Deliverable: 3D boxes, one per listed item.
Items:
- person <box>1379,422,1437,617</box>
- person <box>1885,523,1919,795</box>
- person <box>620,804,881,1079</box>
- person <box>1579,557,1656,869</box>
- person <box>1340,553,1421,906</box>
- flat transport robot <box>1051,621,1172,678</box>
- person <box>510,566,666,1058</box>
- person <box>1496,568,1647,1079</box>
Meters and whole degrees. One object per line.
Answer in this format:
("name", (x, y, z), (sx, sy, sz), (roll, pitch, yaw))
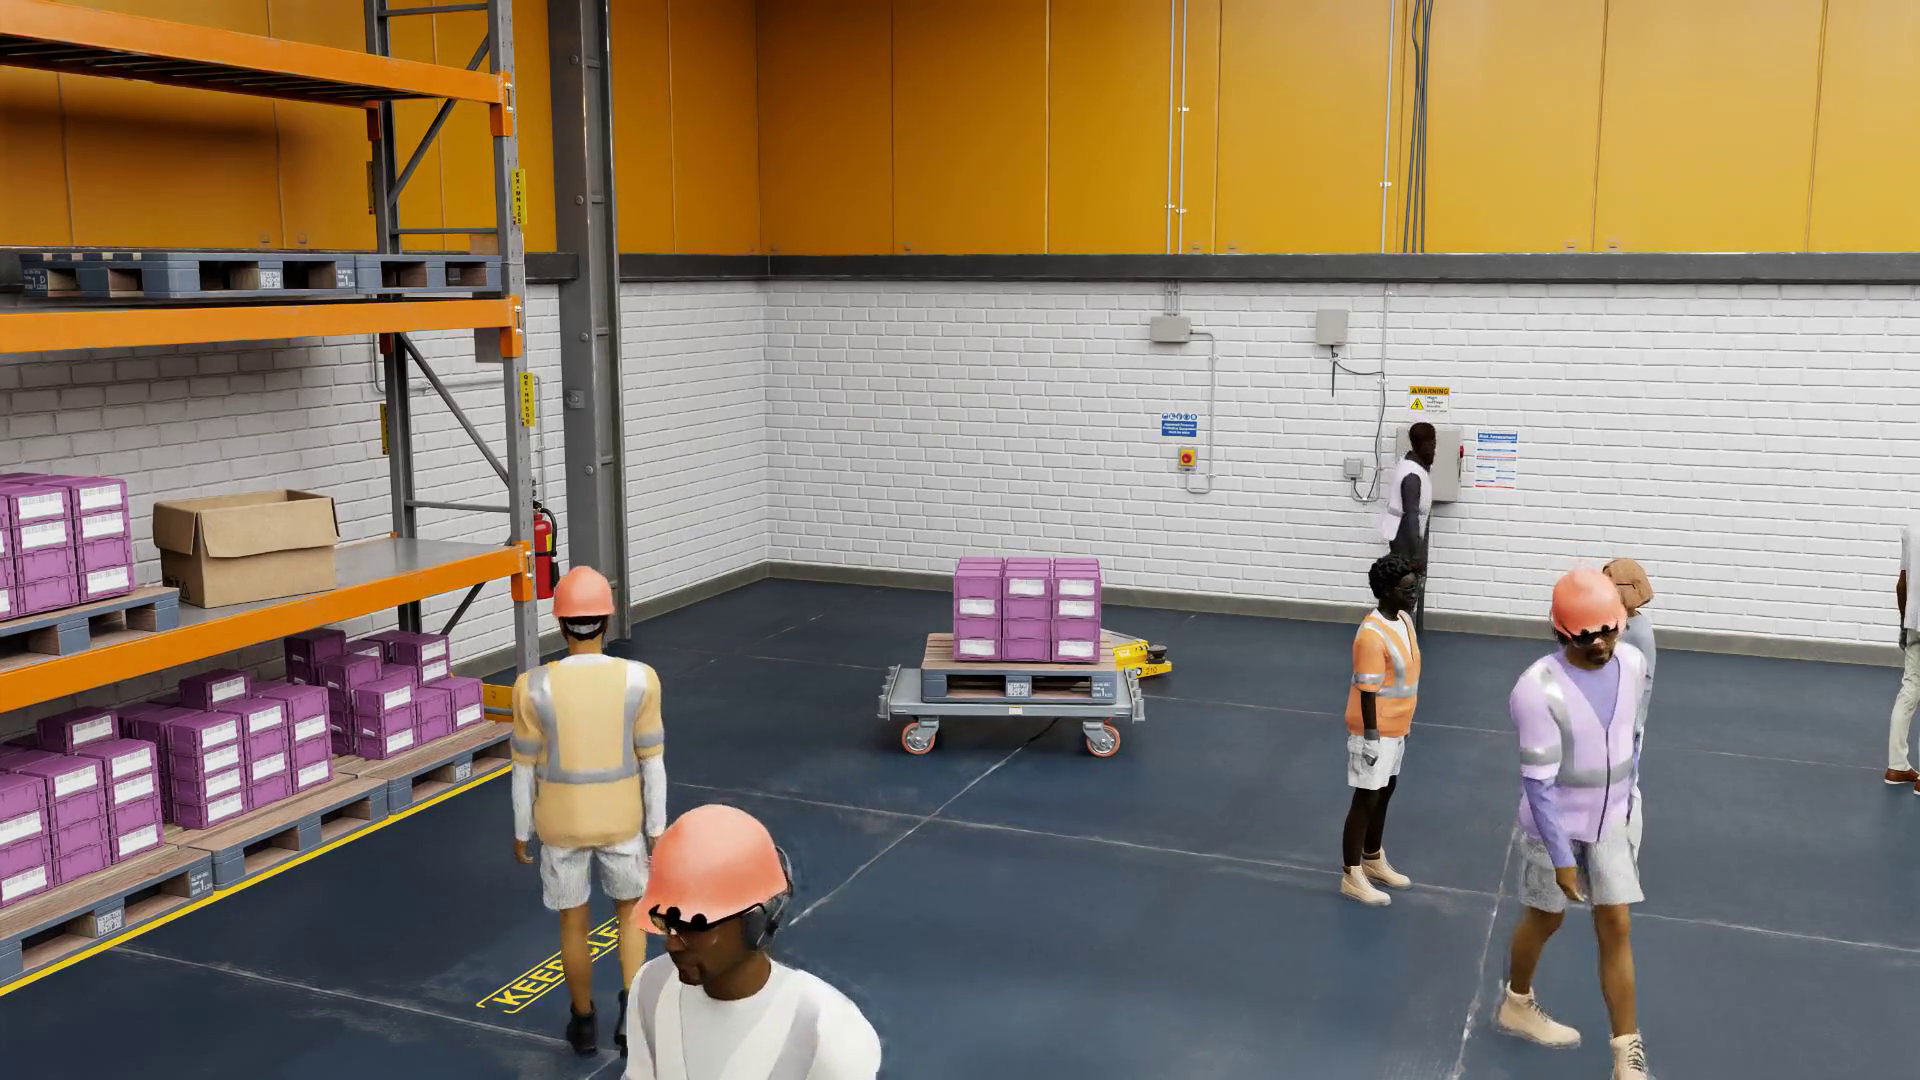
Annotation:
("person", (3.405, 0.011, 12.748), (0.389, 1.874, 0.767), (2, 10, 11))
("person", (5.607, 0.538, 9.561), (0.329, 1.865, 0.507), (-2, 10, -10))
("person", (-0.480, 1.500, 3.345), (0.646, 1.984, 1.050), (7, 12, 38))
("person", (3.193, 0.888, 8.130), (0.286, 1.635, 0.497), (-1, 9, -5))
("person", (2.015, 0.891, 7.948), (0.322, 1.689, 0.530), (6, 11, 31))
("flat transport robot", (0.883, 0.822, 12.655), (0.652, 0.197, 1.431), (-7, 12, -35))
("person", (-1.390, 1.055, 6.246), (0.568, 1.923, 0.597), (-3, 10, -17))
("person", (2.305, 1.055, 6.107), (0.675, 1.969, 0.892), (-3, 10, -17))
